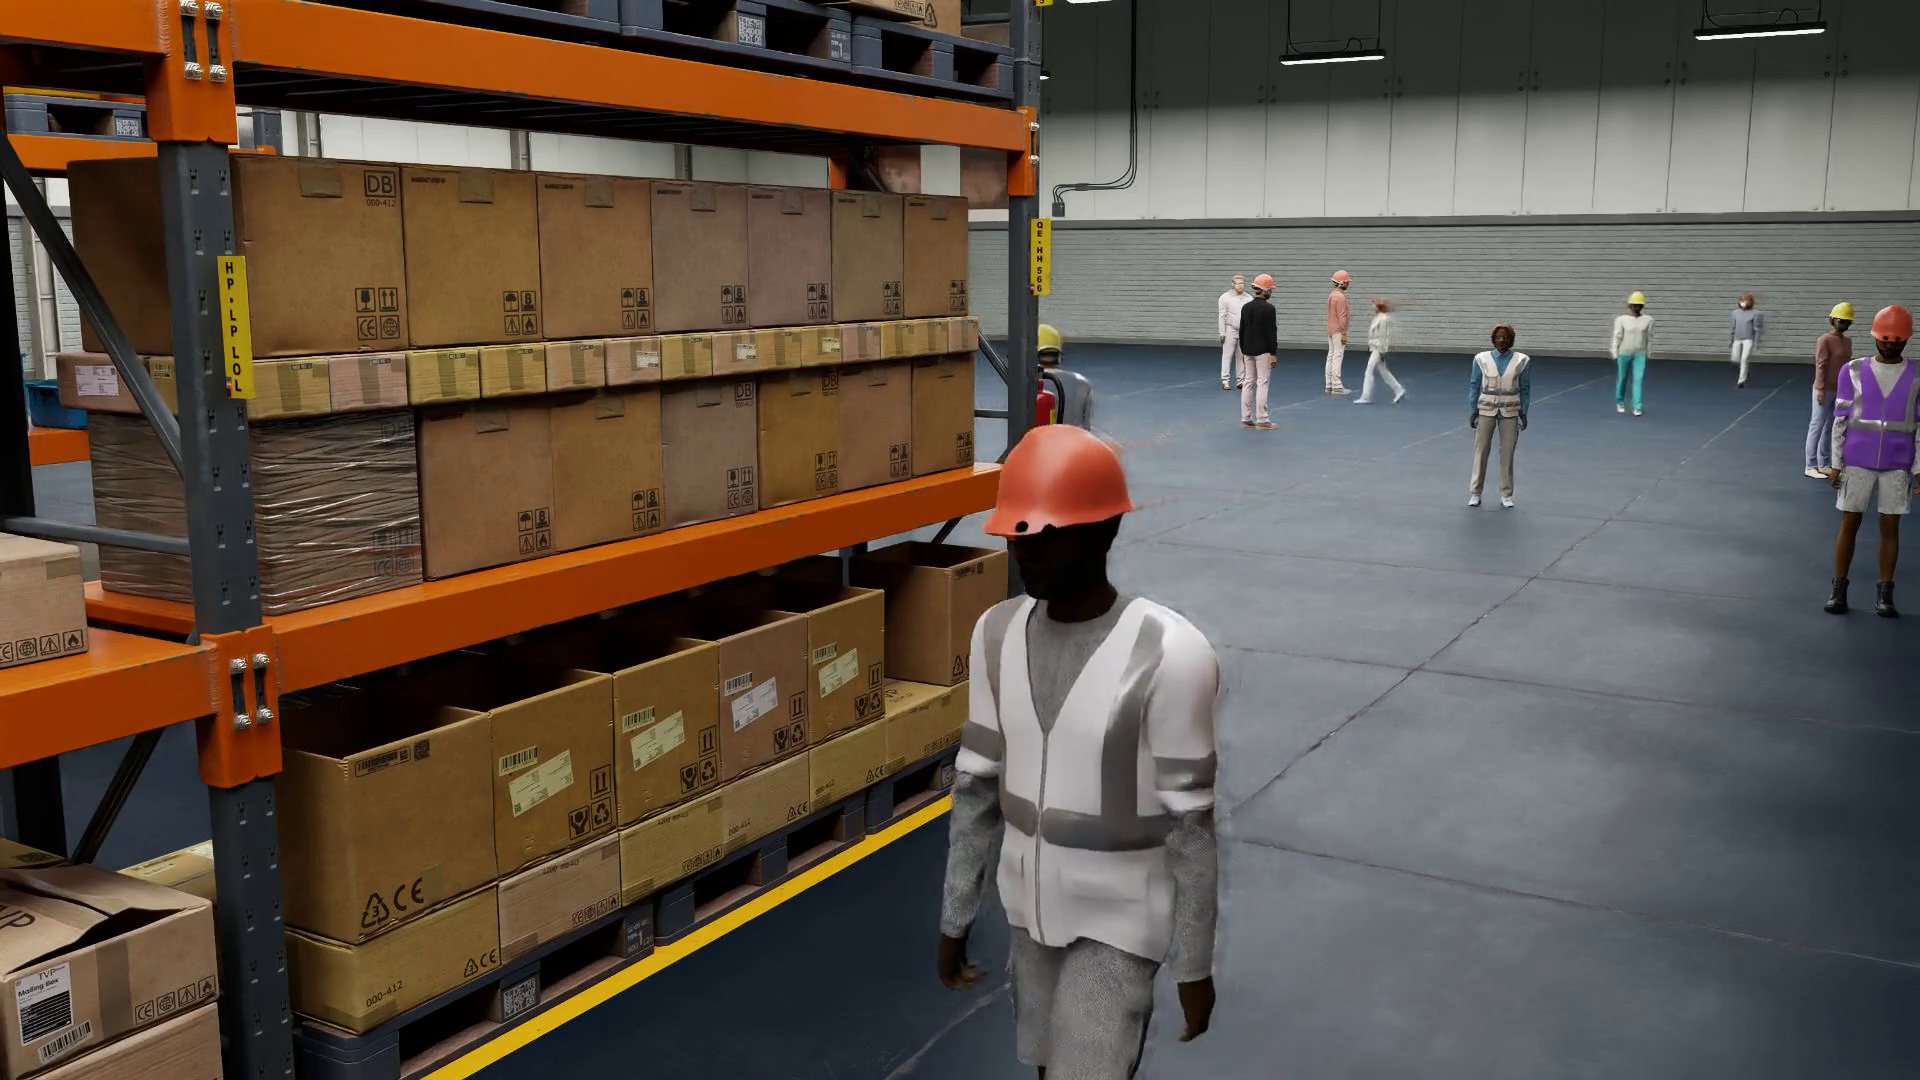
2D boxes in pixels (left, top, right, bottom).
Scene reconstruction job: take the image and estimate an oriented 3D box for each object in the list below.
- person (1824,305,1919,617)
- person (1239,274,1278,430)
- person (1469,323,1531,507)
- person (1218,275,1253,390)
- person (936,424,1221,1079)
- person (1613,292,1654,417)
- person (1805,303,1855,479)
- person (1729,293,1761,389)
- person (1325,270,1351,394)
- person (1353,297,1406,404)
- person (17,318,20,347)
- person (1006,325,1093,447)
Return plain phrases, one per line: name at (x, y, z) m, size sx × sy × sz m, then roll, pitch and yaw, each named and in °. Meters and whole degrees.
person at (5.688, -0.483, 10.298) m, size 0.542 × 1.929 × 0.368 m, roll 5°, pitch 11°, yaw 26°
person at (3.867, -2.418, 21.431) m, size 0.397 × 1.992 × 0.622 m, roll -6°, pitch 12°, yaw -32°
person at (4.790, -1.107, 14.788) m, size 0.515 × 1.641 × 0.314 m, roll 3°, pitch 10°, yaw 16°
person at (4.624, -3.459, 27.782) m, size 0.643 × 1.909 × 0.410 m, roll -4°, pitch 10°, yaw -21°
person at (0.163, 0.740, 3.170) m, size 0.565 × 1.912 × 0.660 m, roll 9°, pitch 13°, yaw 43°
person at (9.472, -2.628, 23.453) m, size 0.536 × 1.725 × 0.889 m, roll 2°, pitch 10°, yaw 11°
person at (8.776, -1.496, 16.720) m, size 0.523 × 1.763 × 0.329 m, roll -6°, pitch 11°, yaw -32°
person at (13.267, -3.365, 28.087) m, size 0.525 × 1.618 × 0.502 m, roll -8°, pitch 13°, yaw -39°
person at (6.132, -3.362, 26.960) m, size 0.375 × 1.995 × 0.610 m, roll -1°, pitch 10°, yaw -8°
person at (6.370, -2.856, 25.096) m, size 0.762 × 1.612 × 0.514 m, roll 1°, pitch 10°, yaw 8°
person at (-11.657, -2.147, 20.147) m, size 0.557 × 1.904 × 0.938 m, roll 0°, pitch 10°, yaw 2°
person at (0.555, -0.479, 10.681) m, size 0.609 × 1.784 × 0.933 m, roll -2°, pitch 10°, yaw -14°
